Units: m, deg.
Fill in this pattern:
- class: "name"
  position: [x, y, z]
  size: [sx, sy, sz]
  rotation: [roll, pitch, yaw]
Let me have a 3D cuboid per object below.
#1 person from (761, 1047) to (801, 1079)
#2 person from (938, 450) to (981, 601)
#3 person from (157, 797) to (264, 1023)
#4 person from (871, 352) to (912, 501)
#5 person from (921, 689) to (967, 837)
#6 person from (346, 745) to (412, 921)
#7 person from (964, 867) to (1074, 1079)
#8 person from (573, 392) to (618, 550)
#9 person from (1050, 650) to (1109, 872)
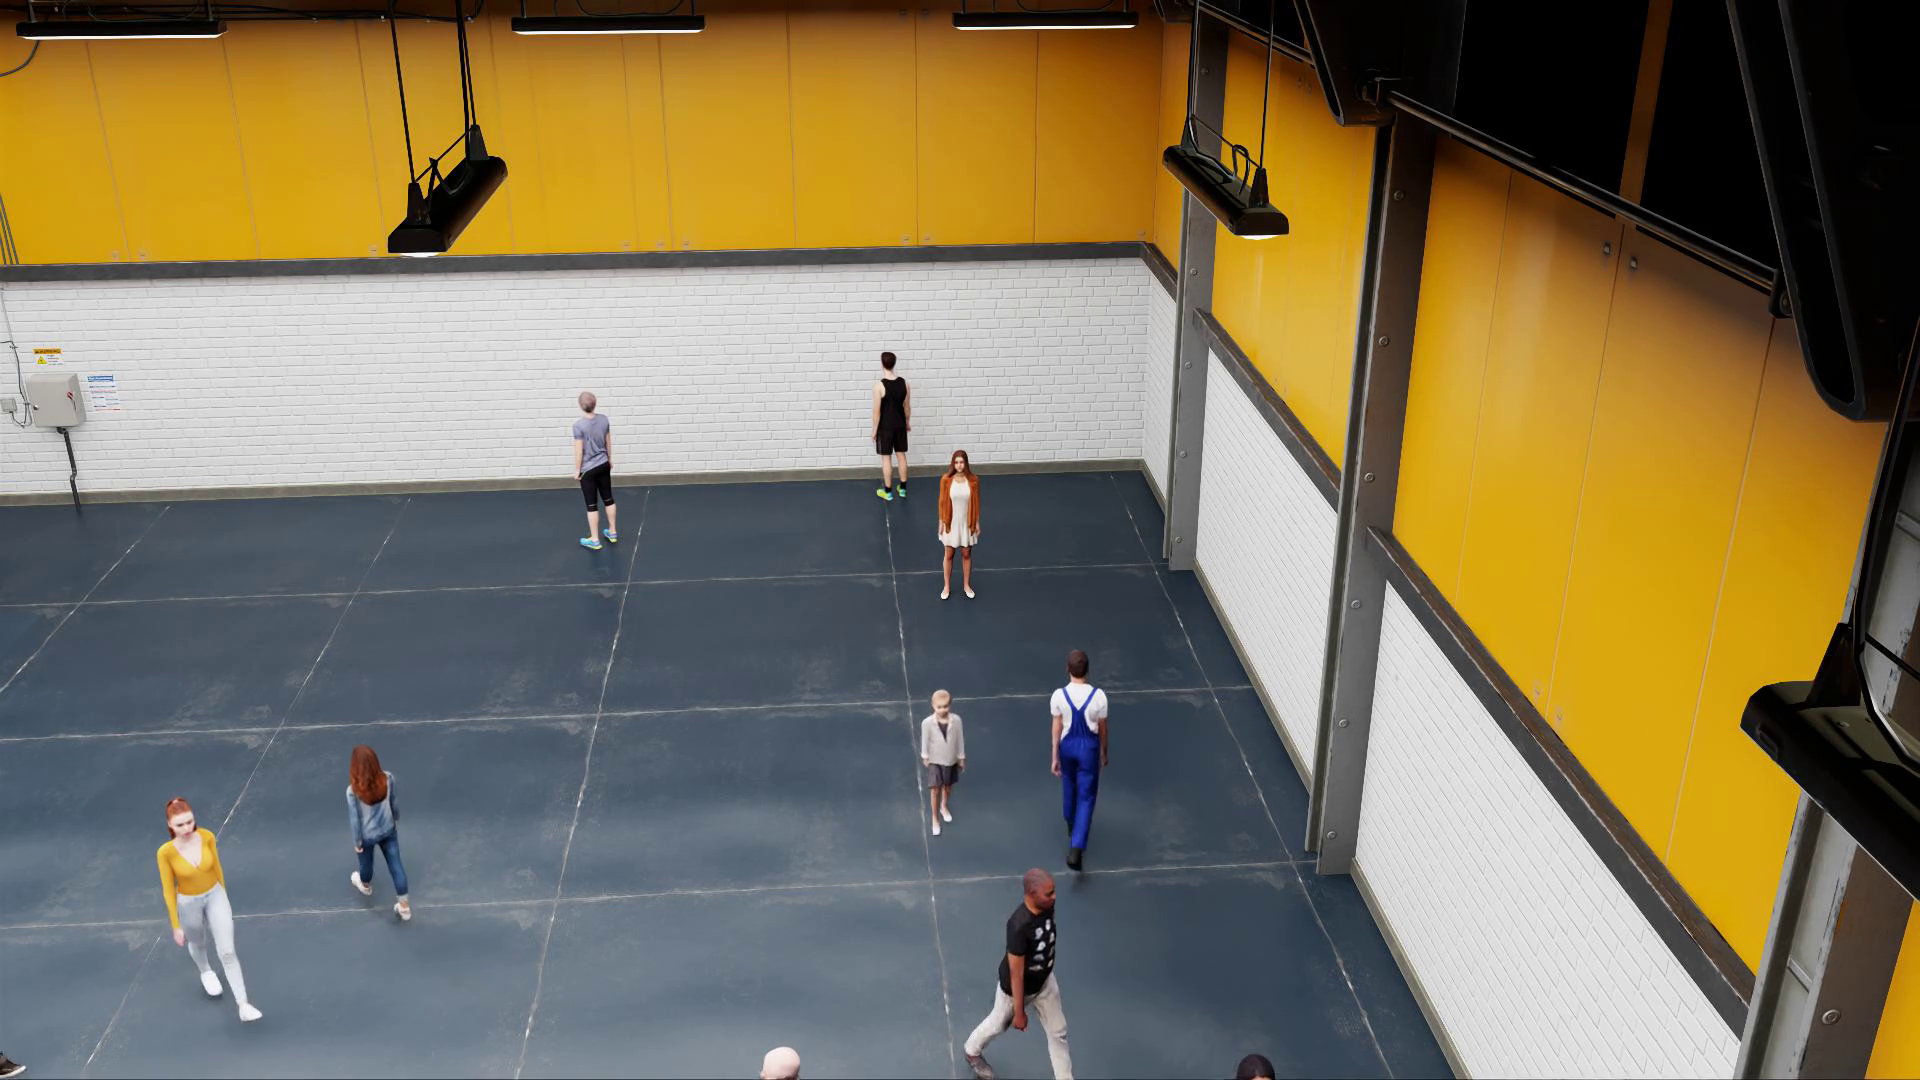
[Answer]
- class: "person"
  position: [-0.949, 3.585, 9.386]
  size: [0.793, 1.834, 0.643]
  rotation: [-10, 26, -22]
- class: "person"
  position: [-0.014, -0.192, 18.166]
  size: [0.610, 1.723, 0.551]
  rotation: [-2, 24, -4]
- class: "person"
  position: [-5.449, 2.591, 11.832]
  size: [1.072, 1.698, 1.199]
  rotation: [-22, 32, -40]
- class: "person"
  position: [-0.855, -1.428, 20.783]
  size: [0.765, 1.891, 0.711]
  rotation: [-12, 26, -25]
- class: "person"
  position: [-0.156, 1.820, 14.137]
  size: [0.564, 1.262, 0.684]
  rotation: [-6, 24, -14]
- class: "person"
  position: [-4.466, 2.287, 12.844]
  size: [0.954, 1.443, 1.060]
  rotation: [-21, 31, -40]
- class: "person"
  position: [0.355, 2.931, 11.000]
  size: [1.283, 1.740, 1.297]
  rotation: [16, 28, 32]
- class: "person"
  position: [-4.262, -0.829, 19.422]
  size: [0.799, 1.884, 0.751]
  rotation: [21, 31, 39]
- class: "person"
  position: [0.964, 1.803, 13.486]
  size: [0.905, 1.816, 1.322]
  rotation: [5, 24, 12]
